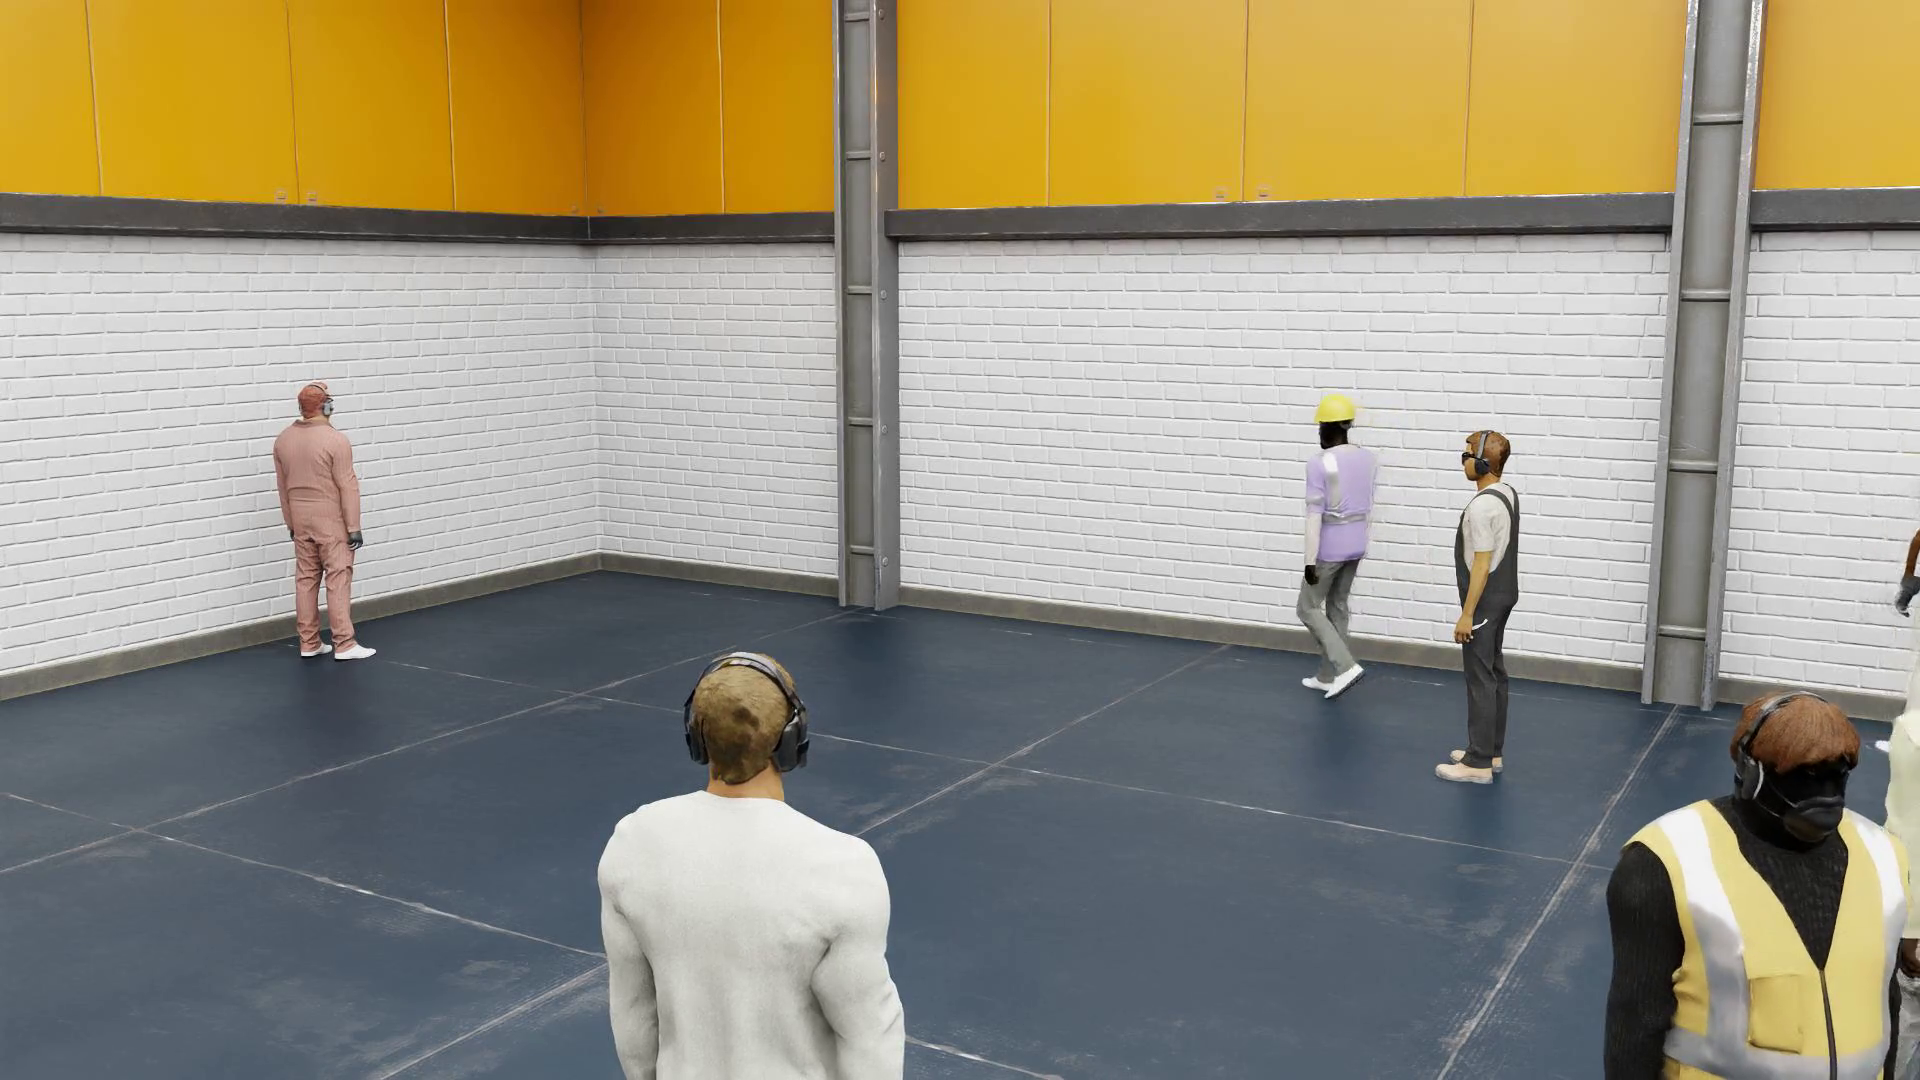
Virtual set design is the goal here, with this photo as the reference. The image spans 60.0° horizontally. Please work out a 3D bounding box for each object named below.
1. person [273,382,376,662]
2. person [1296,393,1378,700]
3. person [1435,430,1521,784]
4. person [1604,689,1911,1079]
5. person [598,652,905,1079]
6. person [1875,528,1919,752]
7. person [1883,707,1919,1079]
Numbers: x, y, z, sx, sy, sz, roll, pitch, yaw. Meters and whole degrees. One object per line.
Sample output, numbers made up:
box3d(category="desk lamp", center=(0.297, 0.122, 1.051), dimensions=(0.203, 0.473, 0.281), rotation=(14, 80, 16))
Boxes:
box3d(category="person", center=(-4.342, -0.121, 11.380), dimensions=(0.641, 1.913, 0.407), rotation=(4, 10, 22))
box3d(category="person", center=(2.337, 0.048, 10.327), dimensions=(0.616, 1.913, 0.572), rotation=(-6, 11, -34))
box3d(category="person", center=(2.717, 0.346, 8.674), dimensions=(0.346, 1.846, 0.506), rotation=(6, 11, 33))
box3d(category="person", center=(1.610, 1.199, 3.366), dimensions=(0.632, 1.840, 0.429), rotation=(-1, 9, -7))
box3d(category="person", center=(-0.393, 1.165, 3.271), dimensions=(0.632, 1.940, 0.372), rotation=(4, 10, 23))
box3d(category="person", center=(5.335, 0.317, 8.959), dimensions=(0.342, 1.820, 0.668), rotation=(-7, 11, -36))
box3d(category="person", center=(2.906, 1.009, 4.754), dimensions=(0.604, 1.783, 0.948), rotation=(1, 9, 4))
